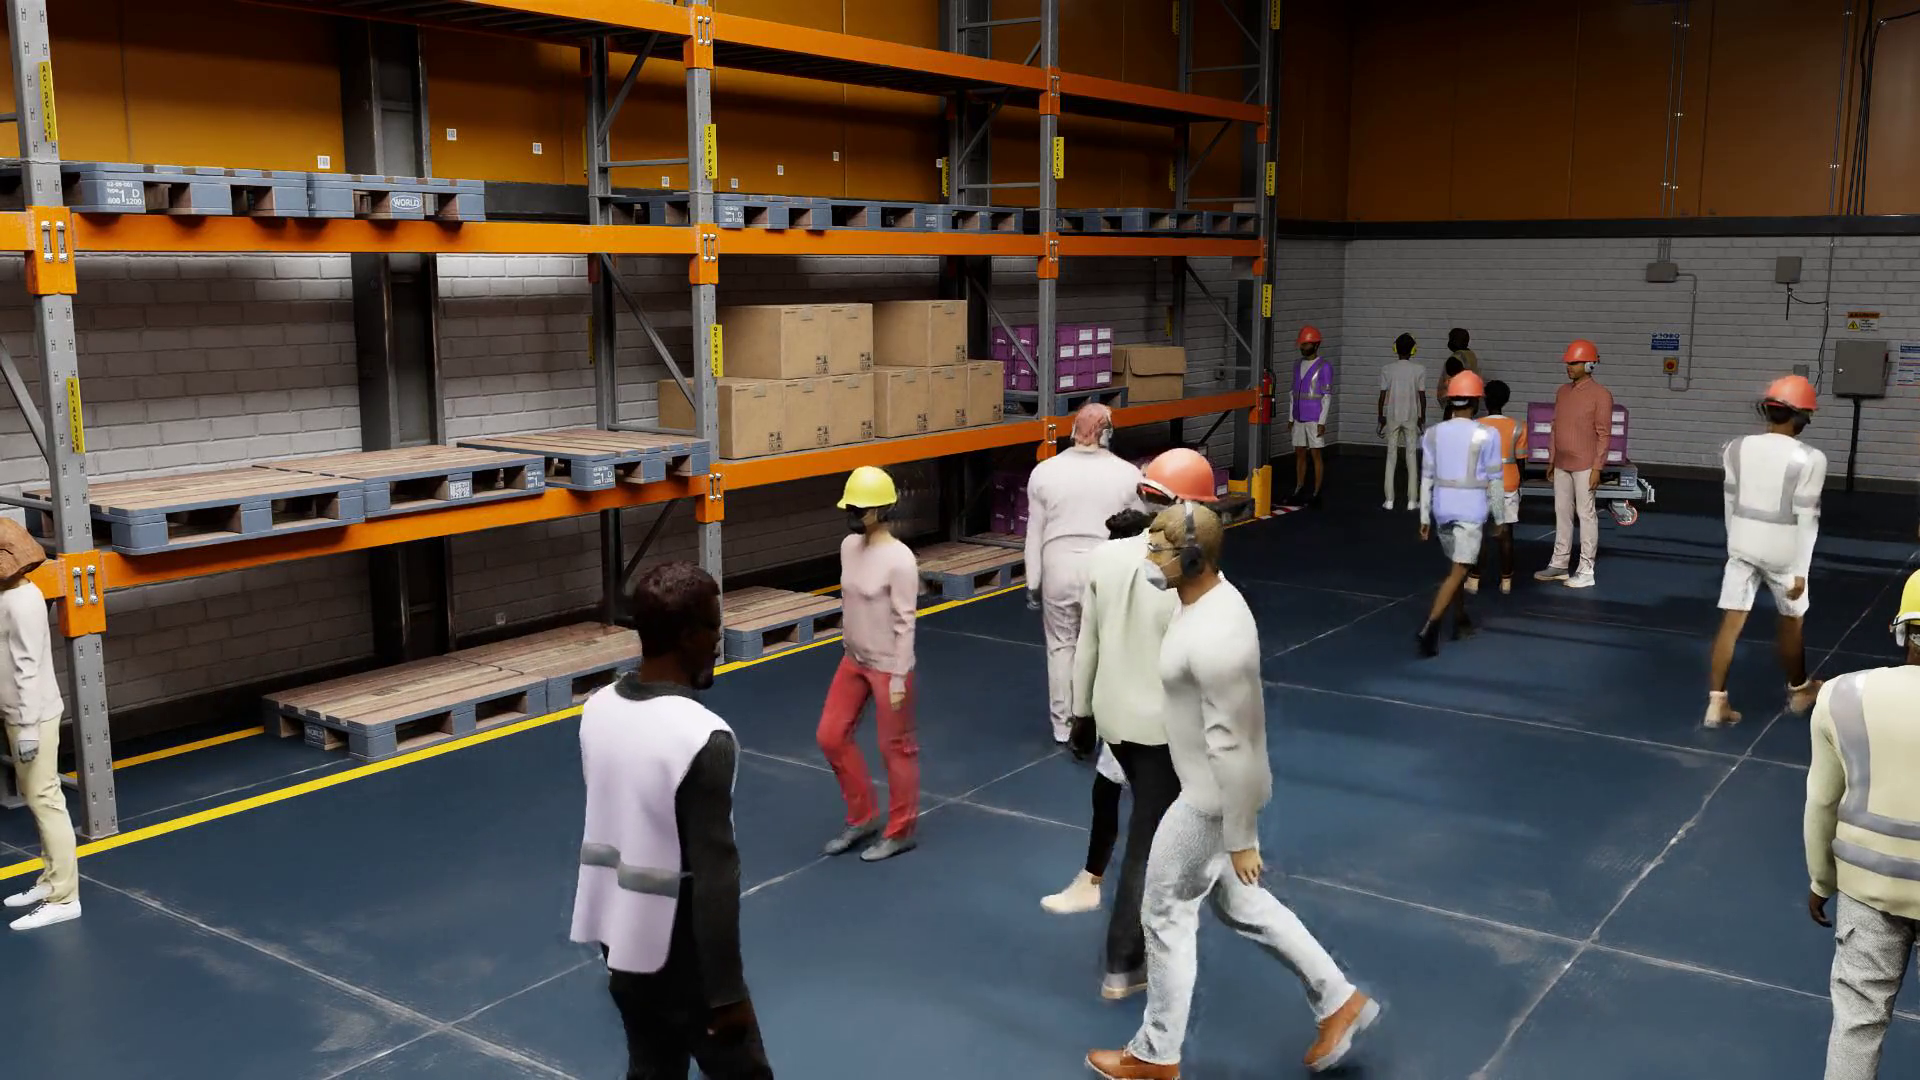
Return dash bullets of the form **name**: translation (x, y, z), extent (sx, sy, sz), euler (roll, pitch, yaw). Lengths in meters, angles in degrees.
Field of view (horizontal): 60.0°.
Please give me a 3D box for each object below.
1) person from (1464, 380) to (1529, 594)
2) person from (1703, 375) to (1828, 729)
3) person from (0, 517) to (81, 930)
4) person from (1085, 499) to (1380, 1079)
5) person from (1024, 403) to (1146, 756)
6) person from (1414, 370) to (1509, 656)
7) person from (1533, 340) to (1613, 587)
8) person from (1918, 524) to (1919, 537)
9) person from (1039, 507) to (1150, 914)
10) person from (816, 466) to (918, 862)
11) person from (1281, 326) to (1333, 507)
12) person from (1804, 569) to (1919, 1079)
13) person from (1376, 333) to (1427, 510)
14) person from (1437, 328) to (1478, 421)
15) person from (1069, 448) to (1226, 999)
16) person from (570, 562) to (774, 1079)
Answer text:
- **person**: translation (4.195, -0.413, 13.113), extent (0.533, 1.699, 0.318), euler (1, 10, 3)
- **person**: translation (4.595, 0.065, 9.411), extent (1.044, 1.989, 0.631), euler (-7, 12, -35)
- **person**: translation (-3.712, 0.717, 6.602), extent (0.270, 1.627, 0.503), euler (-7, 12, -35)
- **person**: translation (0.891, 0.812, 5.220), extent (0.881, 1.909, 0.639), euler (2, 10, 9)
- **person**: translation (0.661, 0.216, 8.827), extent (0.653, 1.880, 0.671), euler (1, 10, 6)
- **person**: translation (3.326, -0.188, 11.194), extent (0.927, 1.903, 0.546), euler (-8, 13, -41)
- **person**: translation (4.987, -0.621, 13.473), extent (0.377, 1.995, 0.612), euler (-4, 10, -23)
- **person**: translation (6.702, -0.163, 10.973), extent (0.629, 1.913, 0.584), euler (-7, 12, -37)
- **person**: translation (0.774, 0.677, 6.737), extent (0.868, 1.659, 0.530), euler (-2, 10, -11)
- **person**: translation (-0.405, 0.551, 7.193), extent (0.498, 1.747, 0.559), euler (-8, 12, -39)
- **person**: translation (3.717, -1.318, 17.796), extent (0.355, 1.938, 0.545), euler (-6, 12, -34)
- **person**: translation (2.646, 0.953, 4.583), extent (0.588, 1.833, 0.404), euler (7, 12, 36)
- **person**: translation (4.662, -1.247, 17.572), extent (0.520, 1.873, 0.335), euler (3, 10, 18)
- **person**: translation (5.845, -1.578, 19.627), extent (0.429, 1.842, 0.633), euler (6, 11, 33)
- **person**: translation (0.786, 0.643, 6.044), extent (0.829, 1.959, 0.637), euler (-9, 13, -42)
- **person**: translation (-0.727, 0.998, 4.101), extent (0.611, 1.901, 0.420), euler (9, 13, 43)
